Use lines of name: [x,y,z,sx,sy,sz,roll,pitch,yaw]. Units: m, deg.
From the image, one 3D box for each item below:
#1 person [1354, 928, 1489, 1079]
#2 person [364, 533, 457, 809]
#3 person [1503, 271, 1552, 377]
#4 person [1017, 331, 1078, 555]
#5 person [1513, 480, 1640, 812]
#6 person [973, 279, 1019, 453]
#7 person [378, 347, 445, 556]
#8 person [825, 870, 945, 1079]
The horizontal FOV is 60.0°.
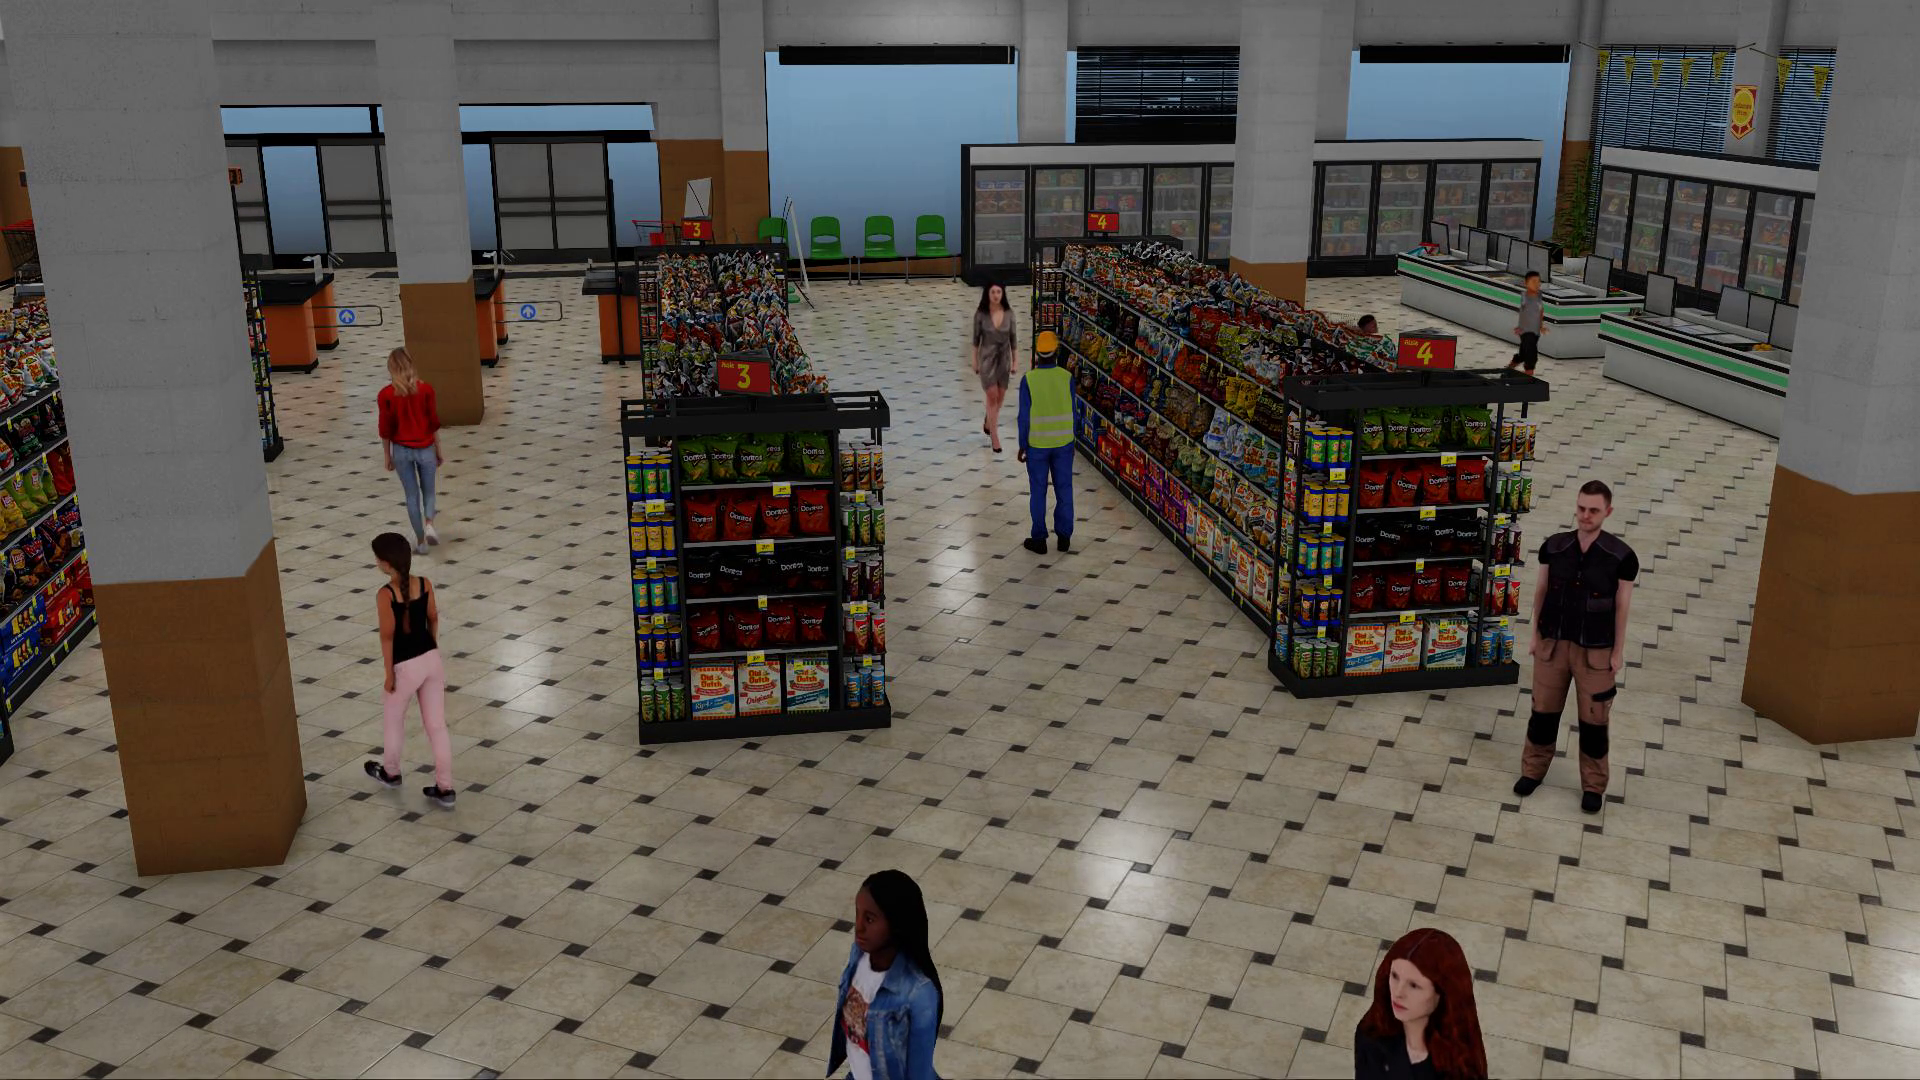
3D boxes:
person: [1.321,1.910,4.703,1.052,1.747,1.183,-14,22,-38]
person: [-2.898,0.732,8.957,0.975,1.529,0.878,14,22,39]
person: [6.803,-2.563,19.987,0.708,1.426,1.059,-7,18,-23]
person: [0.718,-0.792,13.489,0.660,1.812,0.576,-3,17,-11]
person: [3.359,0.551,9.022,0.759,1.837,0.822,12,21,34]
person: [0.343,-1.781,16.911,0.611,1.716,1.064,-4,17,-11]
person: [-4.365,-0.683,13.324,0.721,1.699,0.749,-8,19,-25]
person: [-0.134,1.790,5.195,0.975,1.691,1.029,-13,21,-36]
